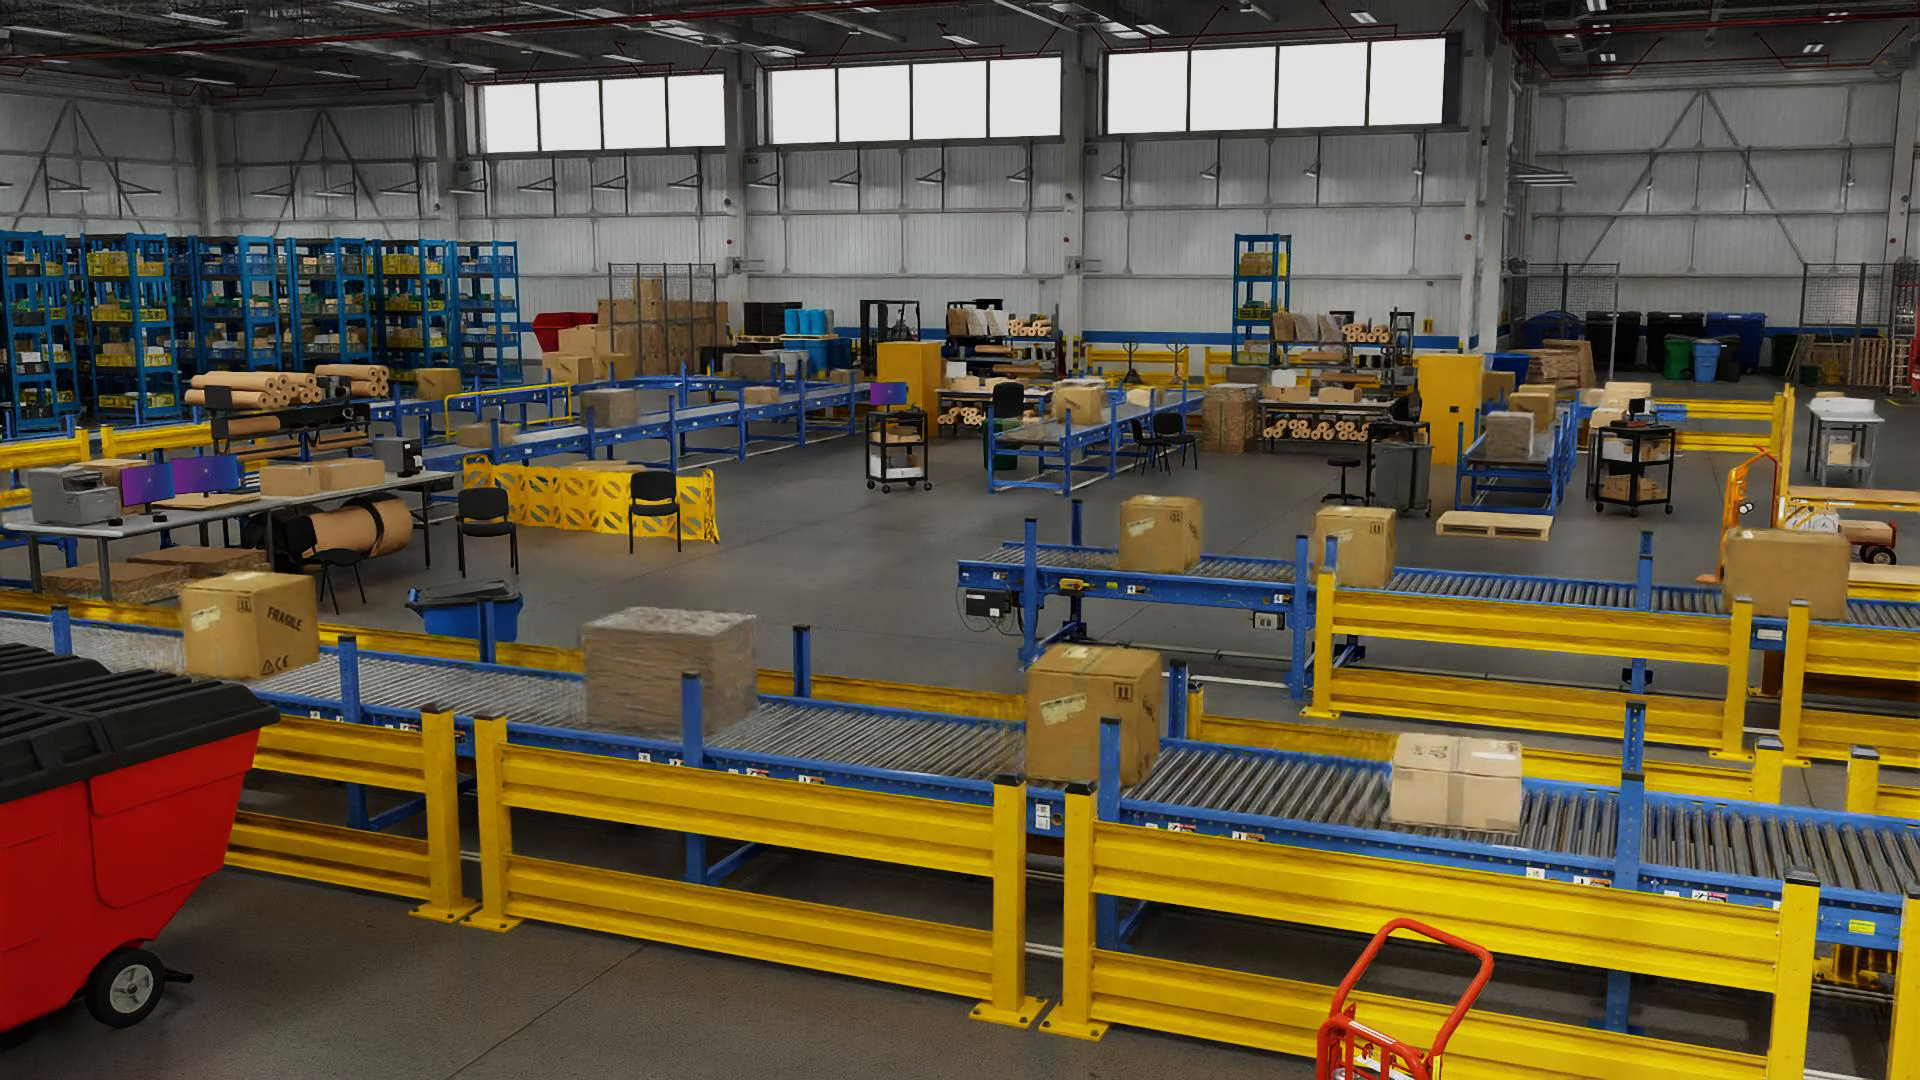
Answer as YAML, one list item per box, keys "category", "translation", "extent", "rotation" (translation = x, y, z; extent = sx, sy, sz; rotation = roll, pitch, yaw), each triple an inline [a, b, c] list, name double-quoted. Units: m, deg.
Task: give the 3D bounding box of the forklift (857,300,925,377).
- category: "forklift"
  translation: [-1.732, -5.109, 42.468]
  extent: [1.157, 1.987, 2.680]
  rotation: [4, 10, 22]

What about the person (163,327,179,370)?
- category: "person"
  translation: [-17.663, -4.032, 37.301]
  extent: [0.563, 1.847, 0.390]
  rotation: [9, 13, 44]

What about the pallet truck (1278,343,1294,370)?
- category: "pallet truck"
  translation: [7.886, -4.163, 39.743]
  extent: [0.653, 1.274, 1.630]
  rotation: [4, 10, 22]

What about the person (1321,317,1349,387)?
- category: "person"
  translation: [8.636, -4.138, 37.887]
  extent: [0.986, 1.859, 0.641]
  rotation: [6, 11, 31]

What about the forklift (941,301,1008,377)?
- category: "forklift"
  translation: [0.365, -4.966, 41.571]
  extent: [1.157, 1.987, 2.680]
  rotation: [3, 10, 20]

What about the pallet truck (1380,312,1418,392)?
- category: "pallet truck"
  translation: [10.207, -4.283, 38.369]
  extent: [0.823, 1.965, 1.885]
  rotation: [3, 10, 20]

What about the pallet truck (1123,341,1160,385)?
- category: "pallet truck"
  translation: [4.445, -4.380, 41.279]
  extent: [0.680, 1.201, 1.601]
  rotation: [4, 10, 22]

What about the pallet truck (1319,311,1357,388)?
- category: "pallet truck"
  translation: [9.071, -4.419, 39.190]
  extent: [0.823, 1.965, 1.885]
  rotation: [5, 10, 26]

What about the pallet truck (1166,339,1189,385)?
- category: "pallet truck"
  translation: [5.418, -4.269, 40.420]
  extent: [0.704, 1.261, 1.522]
  rotation: [3, 10, 20]
